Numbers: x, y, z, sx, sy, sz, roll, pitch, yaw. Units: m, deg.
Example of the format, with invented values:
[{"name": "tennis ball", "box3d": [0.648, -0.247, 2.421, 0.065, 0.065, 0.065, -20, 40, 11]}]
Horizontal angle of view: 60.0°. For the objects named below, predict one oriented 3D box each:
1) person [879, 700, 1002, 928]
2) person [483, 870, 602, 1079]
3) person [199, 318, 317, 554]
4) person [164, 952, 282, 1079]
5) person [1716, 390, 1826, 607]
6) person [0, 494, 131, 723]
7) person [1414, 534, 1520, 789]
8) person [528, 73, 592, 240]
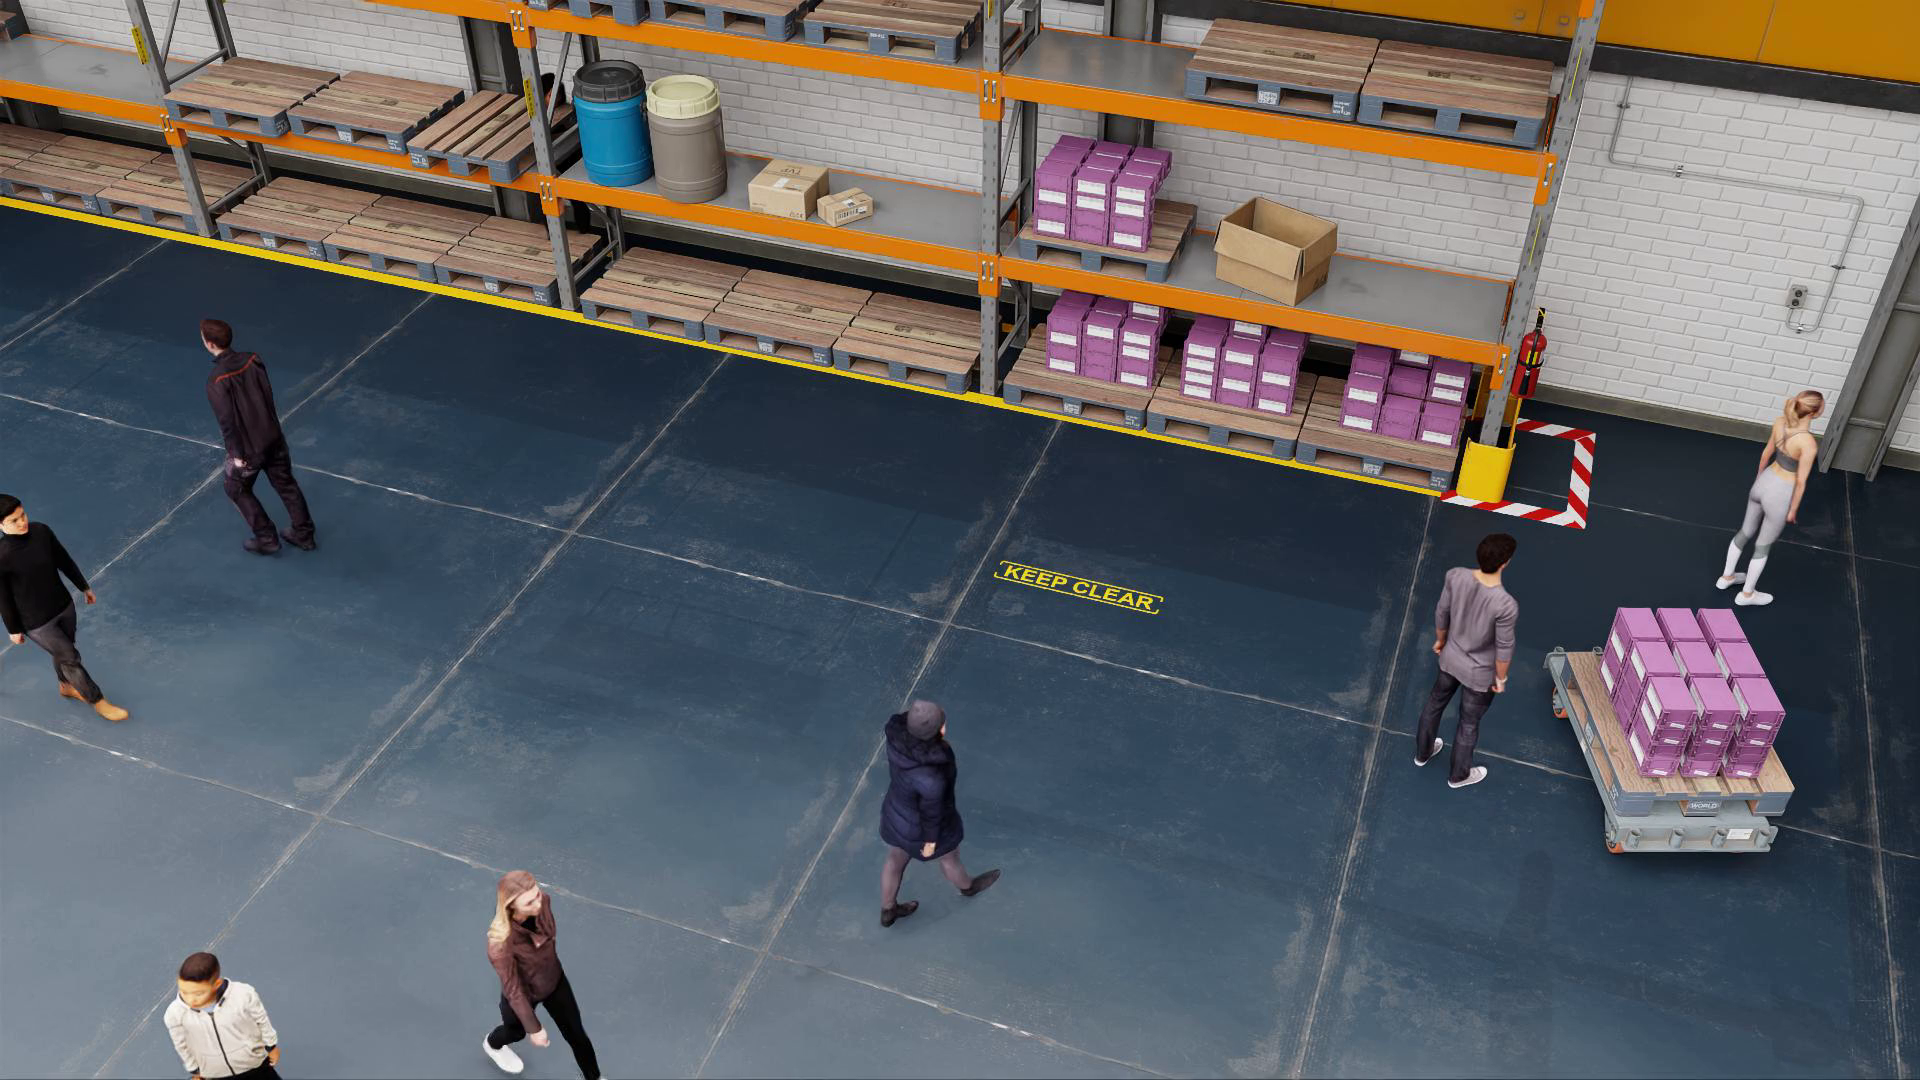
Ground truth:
[{"name": "person", "box3d": [-0.296, 1.543, 9.135, 1.068, 1.641, 1.043, -21, 43, -24]}, {"name": "person", "box3d": [-2.190, 2.226, 8.261, 1.157, 1.665, 0.730, 19, 43, 23]}, {"name": "person", "box3d": [-4.898, -0.667, 11.704, 0.715, 1.889, 0.715, 16, 41, 19]}, {"name": "person", "box3d": [-3.550, 2.488, 8.103, 0.642, 1.453, 0.704, -16, 41, -19]}, {"name": "person", "box3d": [5.573, -0.302, 11.396, 0.685, 1.703, 0.647, -10, 40, -12]}, {"name": "person", "box3d": [-5.847, 0.401, 10.513, 0.875, 1.706, 0.686, 11, 40, 13]}, {"name": "person", "box3d": [3.062, 0.716, 10.000, 0.809, 1.854, 0.687, -25, 45, -28]}, {"name": "person", "box3d": [-3.655, -3.417, 15.209, 0.779, 1.811, 0.841, -15, 41, -18]}]
